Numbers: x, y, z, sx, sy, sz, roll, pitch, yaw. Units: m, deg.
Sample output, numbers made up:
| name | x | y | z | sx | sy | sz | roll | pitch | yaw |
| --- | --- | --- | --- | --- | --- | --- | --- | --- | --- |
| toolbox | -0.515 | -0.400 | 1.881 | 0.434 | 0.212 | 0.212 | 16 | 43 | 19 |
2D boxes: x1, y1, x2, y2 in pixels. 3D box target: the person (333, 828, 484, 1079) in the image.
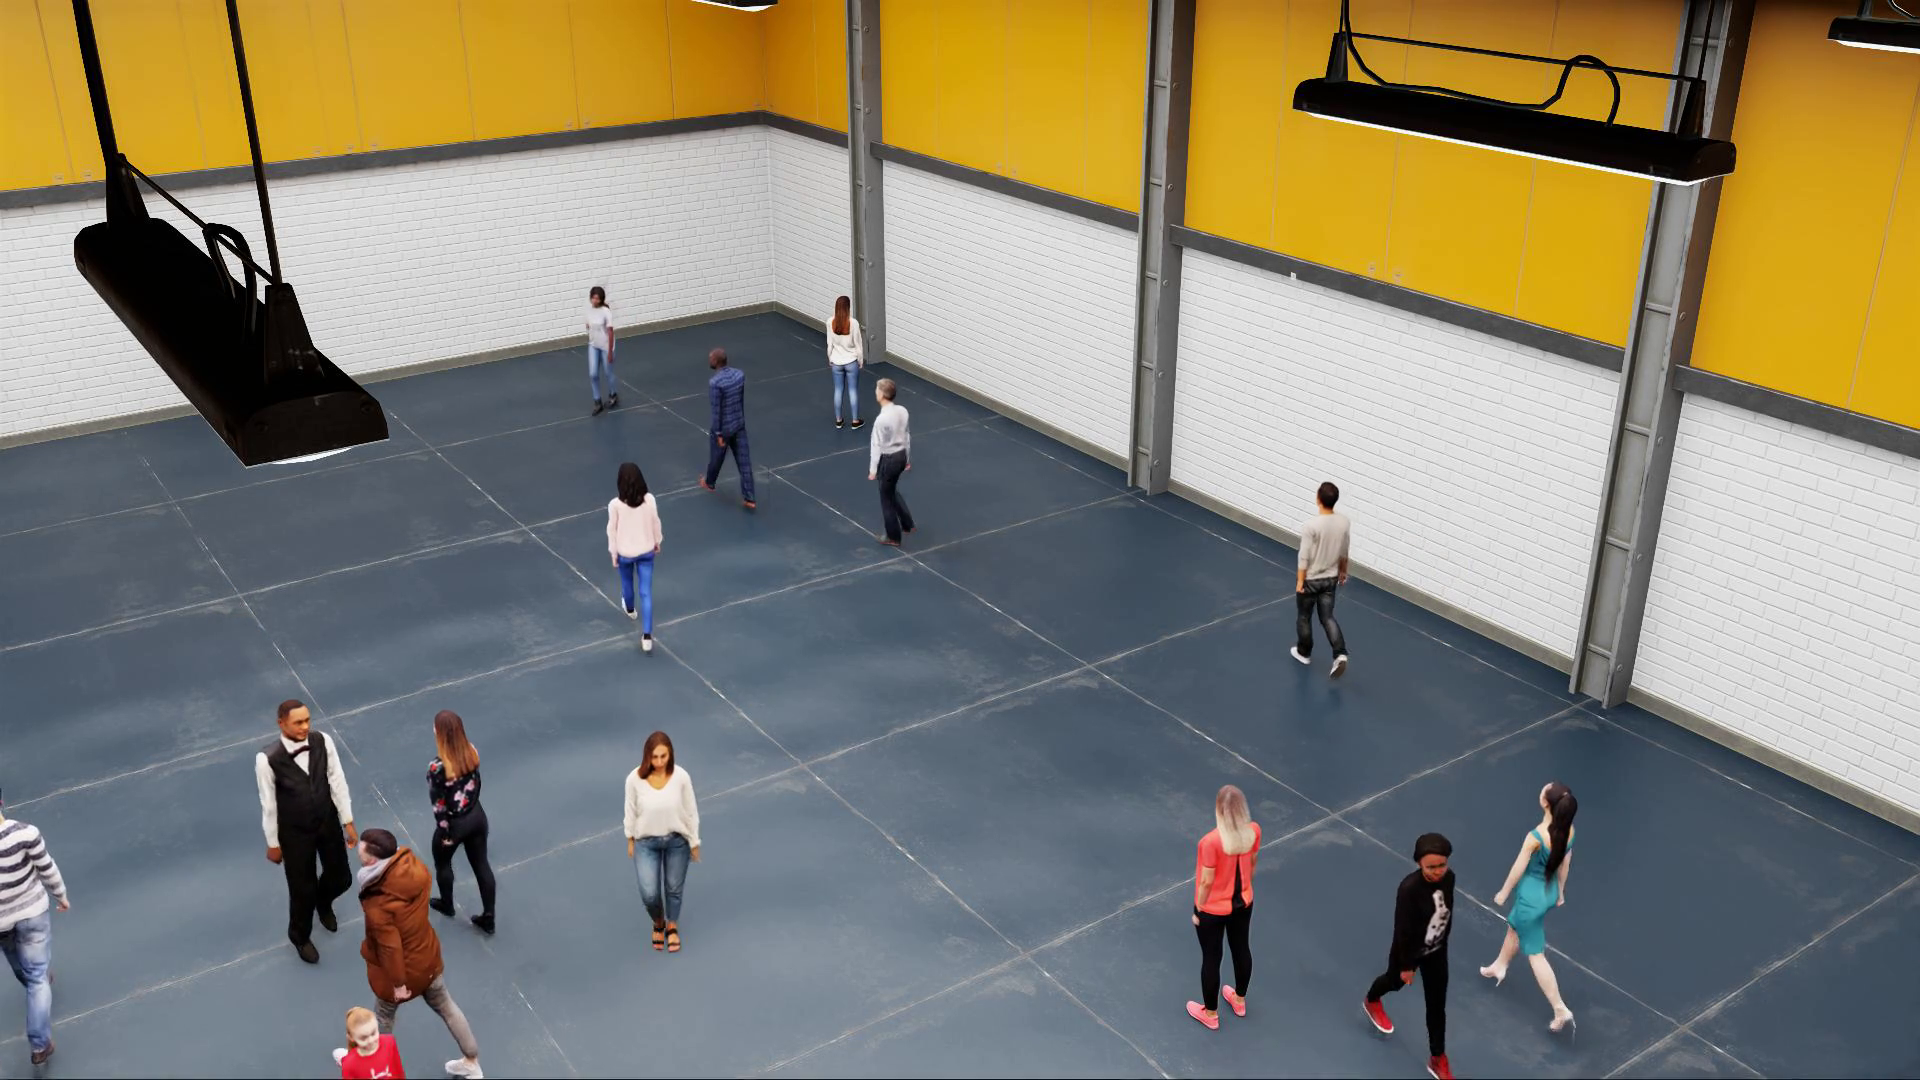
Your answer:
| name | x | y | z | sx | sy | sz | roll | pitch | yaw |
| --- | --- | --- | --- | --- | --- | --- | --- | --- | --- |
| person | -3.160 | 2.508 | 9.777 | 1.261 | 1.774 | 1.168 | 6 | 24 | 14 |

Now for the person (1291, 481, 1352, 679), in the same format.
| name | x | y | z | sx | sy | sz | roll | pitch | yaw |
| --- | --- | --- | --- | --- | --- | --- | --- | --- | --- |
| person | 3.217 | 0.368 | 14.650 | 0.828 | 1.792 | 1.085 | -8 | 25 | -18 |

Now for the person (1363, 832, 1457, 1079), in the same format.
| name | x | y | z | sx | sy | sz | roll | pitch | yaw |
| --- | --- | --- | --- | --- | --- | --- | --- | --- | --- |
| person | 2.717 | 2.444 | 10.101 | 0.758 | 1.632 | 1.151 | -10 | 26 | -22 |

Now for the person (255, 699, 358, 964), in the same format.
| name | x | y | z | sx | sy | sz | roll | pitch | yaw |
| --- | --- | --- | --- | --- | --- | --- | --- | --- | --- |
| person | -4.355 | 1.875 | 11.071 | 0.772 | 1.898 | 0.868 | -17 | 29 | -34 |

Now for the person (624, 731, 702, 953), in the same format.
| name | x | y | z | sx | sy | sz | roll | pitch | yaw |
| --- | --- | --- | --- | --- | --- | --- | --- | --- | --- |
| person | -1.993 | 1.974 | 11.126 | 0.747 | 1.672 | 0.754 | -4 | 24 | -9 |

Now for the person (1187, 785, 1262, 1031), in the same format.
| name | x | y | z | sx | sy | sz | roll | pitch | yaw |
| --- | --- | --- | --- | --- | --- | --- | --- | --- | --- |
| person | 1.662 | 2.279 | 10.400 | 0.611 | 1.695 | 0.549 | -13 | 27 | -27 |

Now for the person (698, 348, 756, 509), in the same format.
| name | x | y | z | sx | sy | sz | roll | pitch | yaw |
| --- | --- | --- | --- | --- | --- | --- | --- | --- | --- |
| person | -2.476 | -1.191 | 18.240 | 0.770 | 1.773 | 1.223 | -19 | 30 | -36 |

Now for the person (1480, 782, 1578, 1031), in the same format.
| name | x | y | z | sx | sy | sz | roll | pitch | yaw |
| --- | --- | --- | --- | --- | --- | --- | --- | --- | --- |
| person | 3.651 | 2.308 | 10.392 | 0.595 | 1.648 | 1.016 | -14 | 27 | -29 |

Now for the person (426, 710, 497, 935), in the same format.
| name | x | y | z | sx | sy | sz | roll | pitch | yaw |
| --- | --- | --- | --- | --- | --- | --- | --- | --- | --- |
| person | -3.316 | 1.935 | 11.231 | 0.918 | 1.659 | 0.743 | 18 | 29 | 35 |

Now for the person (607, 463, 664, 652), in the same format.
| name | x | y | z | sx | sy | sz | roll | pitch | yaw |
| --- | --- | --- | --- | --- | --- | --- | --- | --- | --- |
| person | -2.937 | 0.187 | 15.159 | 0.890 | 1.716 | 1.211 | -8 | 25 | -18 |

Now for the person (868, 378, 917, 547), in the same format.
| name | x | y | z | sx | sy | sz | roll | pitch | yaw |
| --- | --- | --- | --- | --- | --- | --- | --- | --- | --- |
| person | -0.652 | -0.779 | 17.254 | 0.804 | 1.808 | 0.779 | 12 | 26 | 26 |

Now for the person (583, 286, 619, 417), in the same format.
| name | x | y | z | sx | sy | sz | roll | pitch | yaw |
| --- | --- | --- | --- | --- | --- | --- | --- | --- | --- |
| person | -4.562 | -2.447 | 21.231 | 0.912 | 1.679 | 0.942 | 10 | 26 | 22 |

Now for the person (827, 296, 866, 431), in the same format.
| name | x | y | z | sx | sy | sz | roll | pitch | yaw |
| --- | --- | --- | --- | --- | --- | --- | --- | --- | --- |
| person | -1.422 | -2.212 | 20.676 | 0.682 | 1.692 | 0.762 | 7 | 24 | 15 |

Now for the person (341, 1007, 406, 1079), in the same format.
| name | x | y | z | sx | sy | sz | roll | pitch | yaw |
| --- | --- | --- | --- | --- | --- | --- | --- | --- | --- |
| person | -3.219 | 3.070 | 9.117 | 0.565 | 1.273 | 0.554 | 20 | 30 | 37 |

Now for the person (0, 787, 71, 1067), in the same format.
| name | x | y | z | sx | sy | sz | roll | pitch | yaw |
| --- | --- | --- | --- | --- | --- | --- | --- | --- | --- |
| person | -5.744 | 2.346 | 10.118 | 0.893 | 1.798 | 1.291 | -8 | 25 | -18 |
